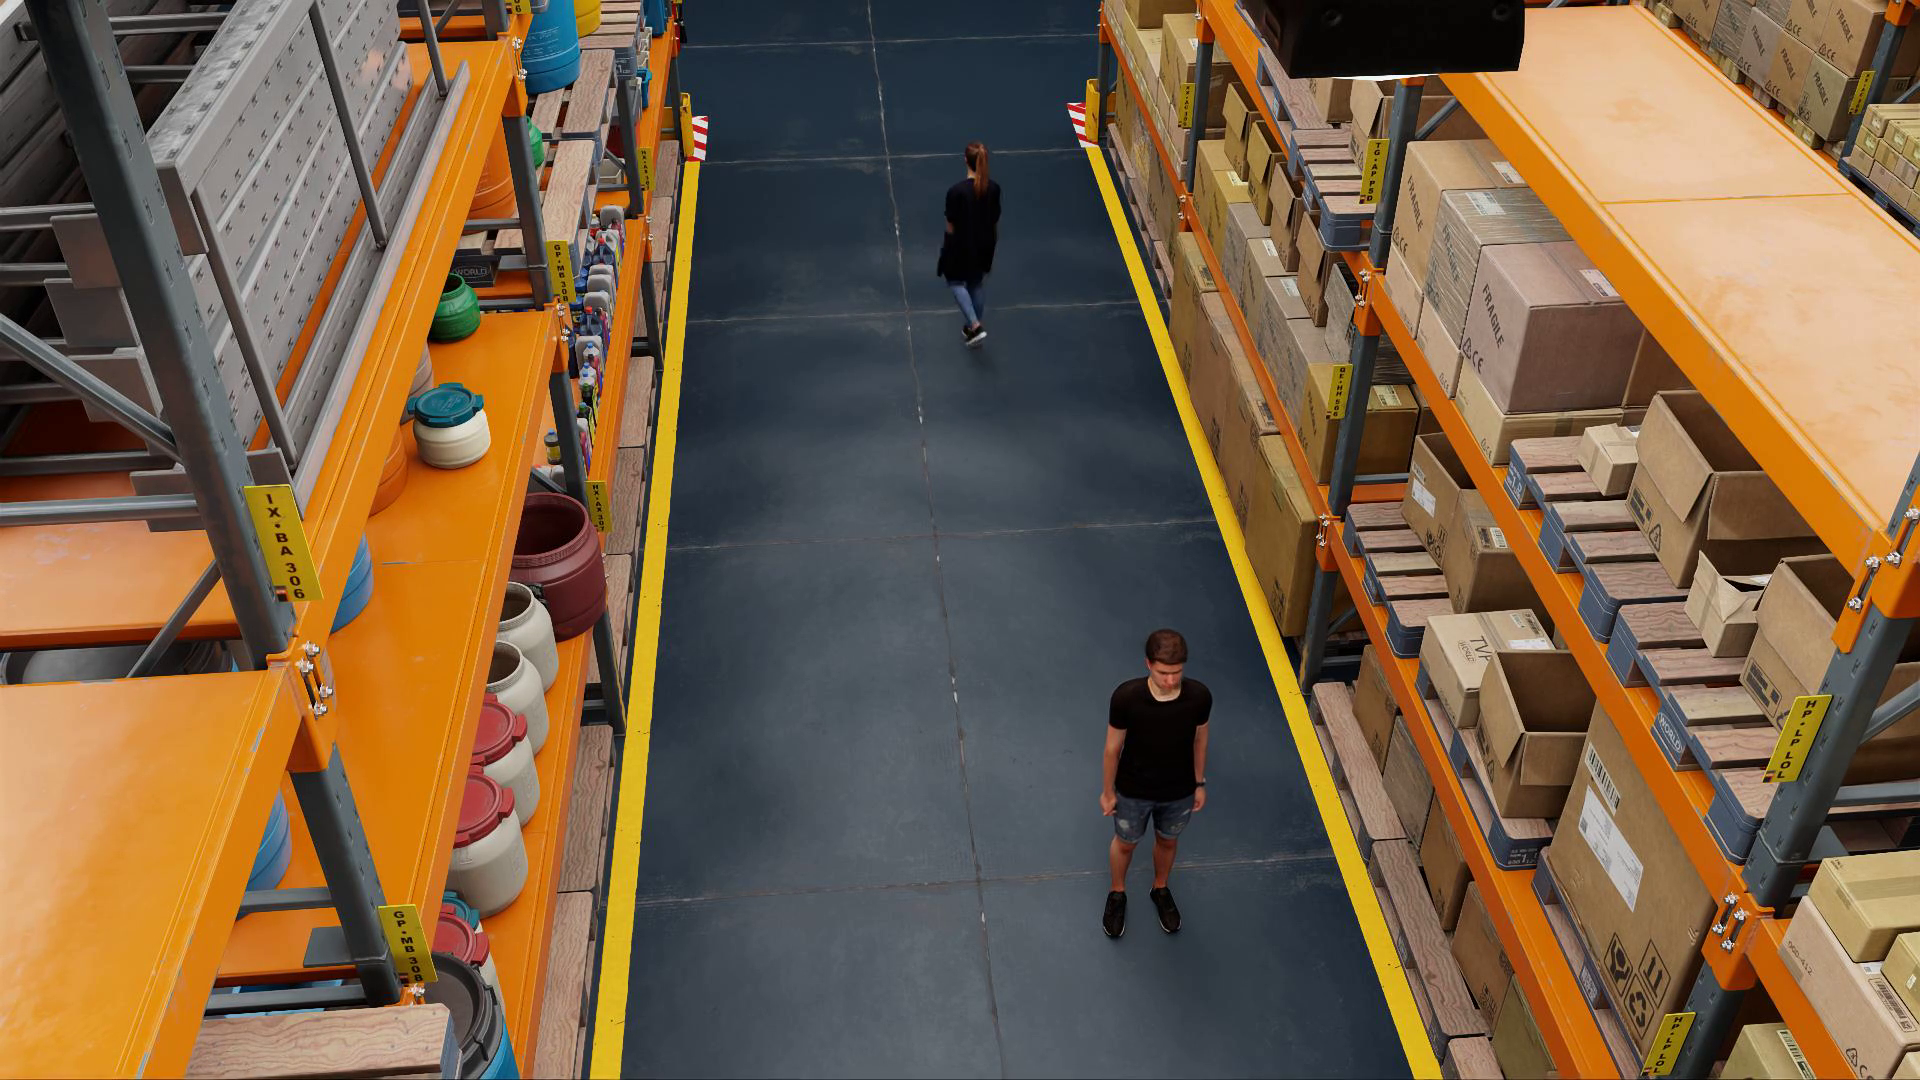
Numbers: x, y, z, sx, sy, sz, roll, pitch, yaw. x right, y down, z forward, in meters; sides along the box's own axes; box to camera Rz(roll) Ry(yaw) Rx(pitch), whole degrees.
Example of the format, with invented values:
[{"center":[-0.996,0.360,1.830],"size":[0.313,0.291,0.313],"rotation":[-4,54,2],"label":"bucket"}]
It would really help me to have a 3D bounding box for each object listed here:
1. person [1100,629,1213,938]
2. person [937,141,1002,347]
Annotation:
[{"center":[0.932,1.152,7.974],"size":[0.659,1.847,0.530],"rotation":[-3,37,-4],"label":"person"},{"center":[0.120,-2.151,12.466],"size":[0.770,1.669,0.853],"rotation":[-16,40,-20],"label":"person"}]
